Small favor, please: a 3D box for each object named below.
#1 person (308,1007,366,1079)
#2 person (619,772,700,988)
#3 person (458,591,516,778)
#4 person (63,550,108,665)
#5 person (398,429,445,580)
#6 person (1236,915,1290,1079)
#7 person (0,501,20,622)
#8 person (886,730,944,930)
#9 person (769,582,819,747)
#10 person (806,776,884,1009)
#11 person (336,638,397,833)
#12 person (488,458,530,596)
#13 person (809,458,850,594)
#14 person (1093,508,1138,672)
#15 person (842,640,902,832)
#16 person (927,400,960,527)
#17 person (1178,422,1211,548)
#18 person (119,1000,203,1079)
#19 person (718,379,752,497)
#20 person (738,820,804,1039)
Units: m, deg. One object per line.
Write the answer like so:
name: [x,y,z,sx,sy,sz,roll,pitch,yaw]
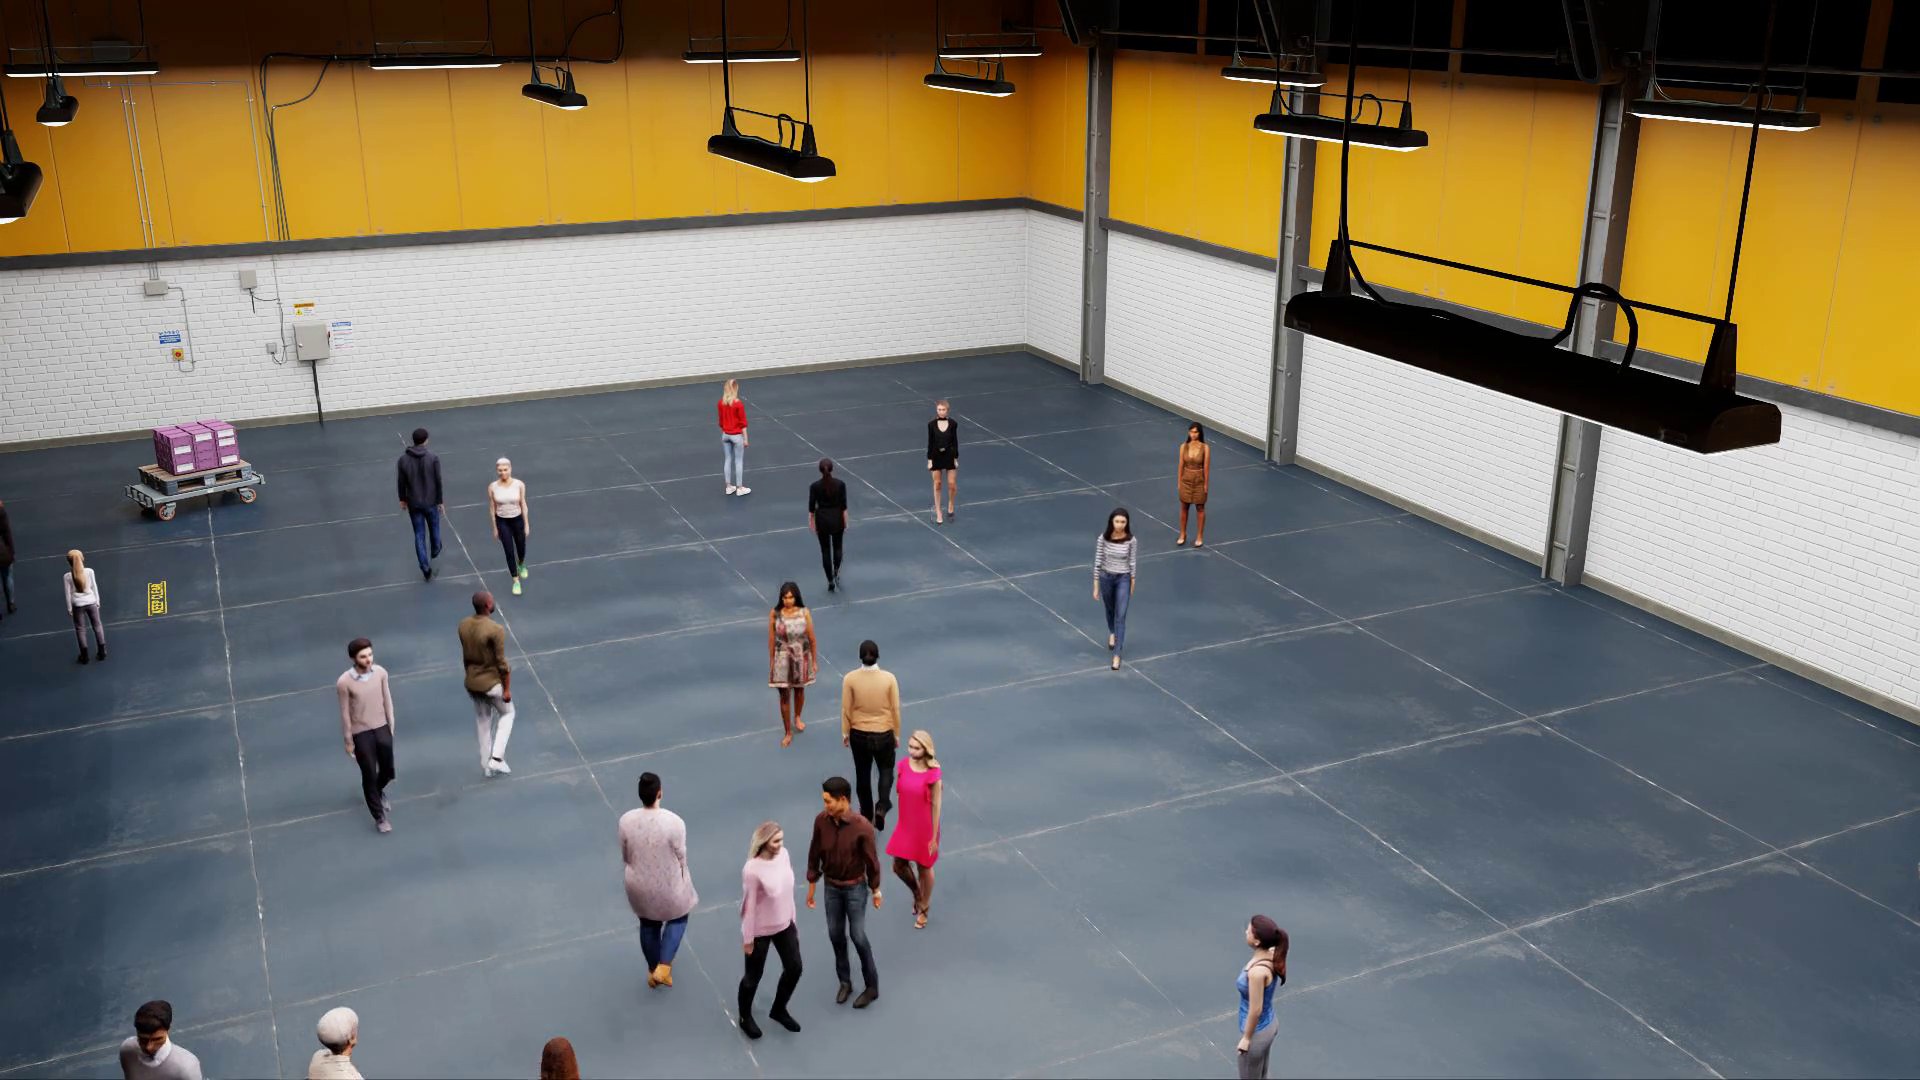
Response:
person: [-3.555,3.491,9.280,1.018,1.703,1.145,-17,25,-41]
person: [-2.257,2.522,12.119,0.901,1.729,0.969,4,19,11]
person: [-4.438,1.371,15.406,0.824,1.812,0.891,8,20,23]
person: [-9.580,0.713,18.199,0.510,1.277,0.529,-12,22,-33]
person: [-6.690,-0.405,20.656,0.901,1.828,1.239,-4,19,-11]
person: [1.885,3.106,10.571,0.705,1.609,0.661,9,21,25]
person: [-11.218,0.168,19.287,0.681,1.614,0.988,-6,20,-17]
person: [-0.281,2.222,13.022,0.720,1.720,0.786,11,22,30]
person: [-1.650,1.142,16.393,0.814,1.617,0.991,-4,19,-11]
person: [-0.824,2.509,12.116,0.822,1.756,0.887,5,19,15]
person: [-5.199,1.669,14.544,0.739,1.798,0.832,-15,24,-38]
person: [-5.489,-0.201,20.269,0.683,1.688,0.862,-5,19,-14]
person: [-1.579,-0.148,20.195,0.772,1.634,0.999,-3,19,-10]
person: [1.680,0.501,18.119,1.029,1.730,1.225,3,19,8]
person: [-0.766,1.734,14.436,0.866,1.743,0.965,0,19,0]
person: [-0.228,-1.088,22.788,0.721,1.761,0.774,0,19,0]
person: [3.074,-0.742,21.875,0.635,1.687,0.691,6,20,18]
person: [-4.362,3.358,9.382,0.914,1.891,0.994,10,21,27]
person: [-3.283,-1.488,24.062,0.655,1.705,0.742,9,21,25]
person: [-1.398,2.698,11.698,0.744,1.663,0.792,-18,25,-42]
